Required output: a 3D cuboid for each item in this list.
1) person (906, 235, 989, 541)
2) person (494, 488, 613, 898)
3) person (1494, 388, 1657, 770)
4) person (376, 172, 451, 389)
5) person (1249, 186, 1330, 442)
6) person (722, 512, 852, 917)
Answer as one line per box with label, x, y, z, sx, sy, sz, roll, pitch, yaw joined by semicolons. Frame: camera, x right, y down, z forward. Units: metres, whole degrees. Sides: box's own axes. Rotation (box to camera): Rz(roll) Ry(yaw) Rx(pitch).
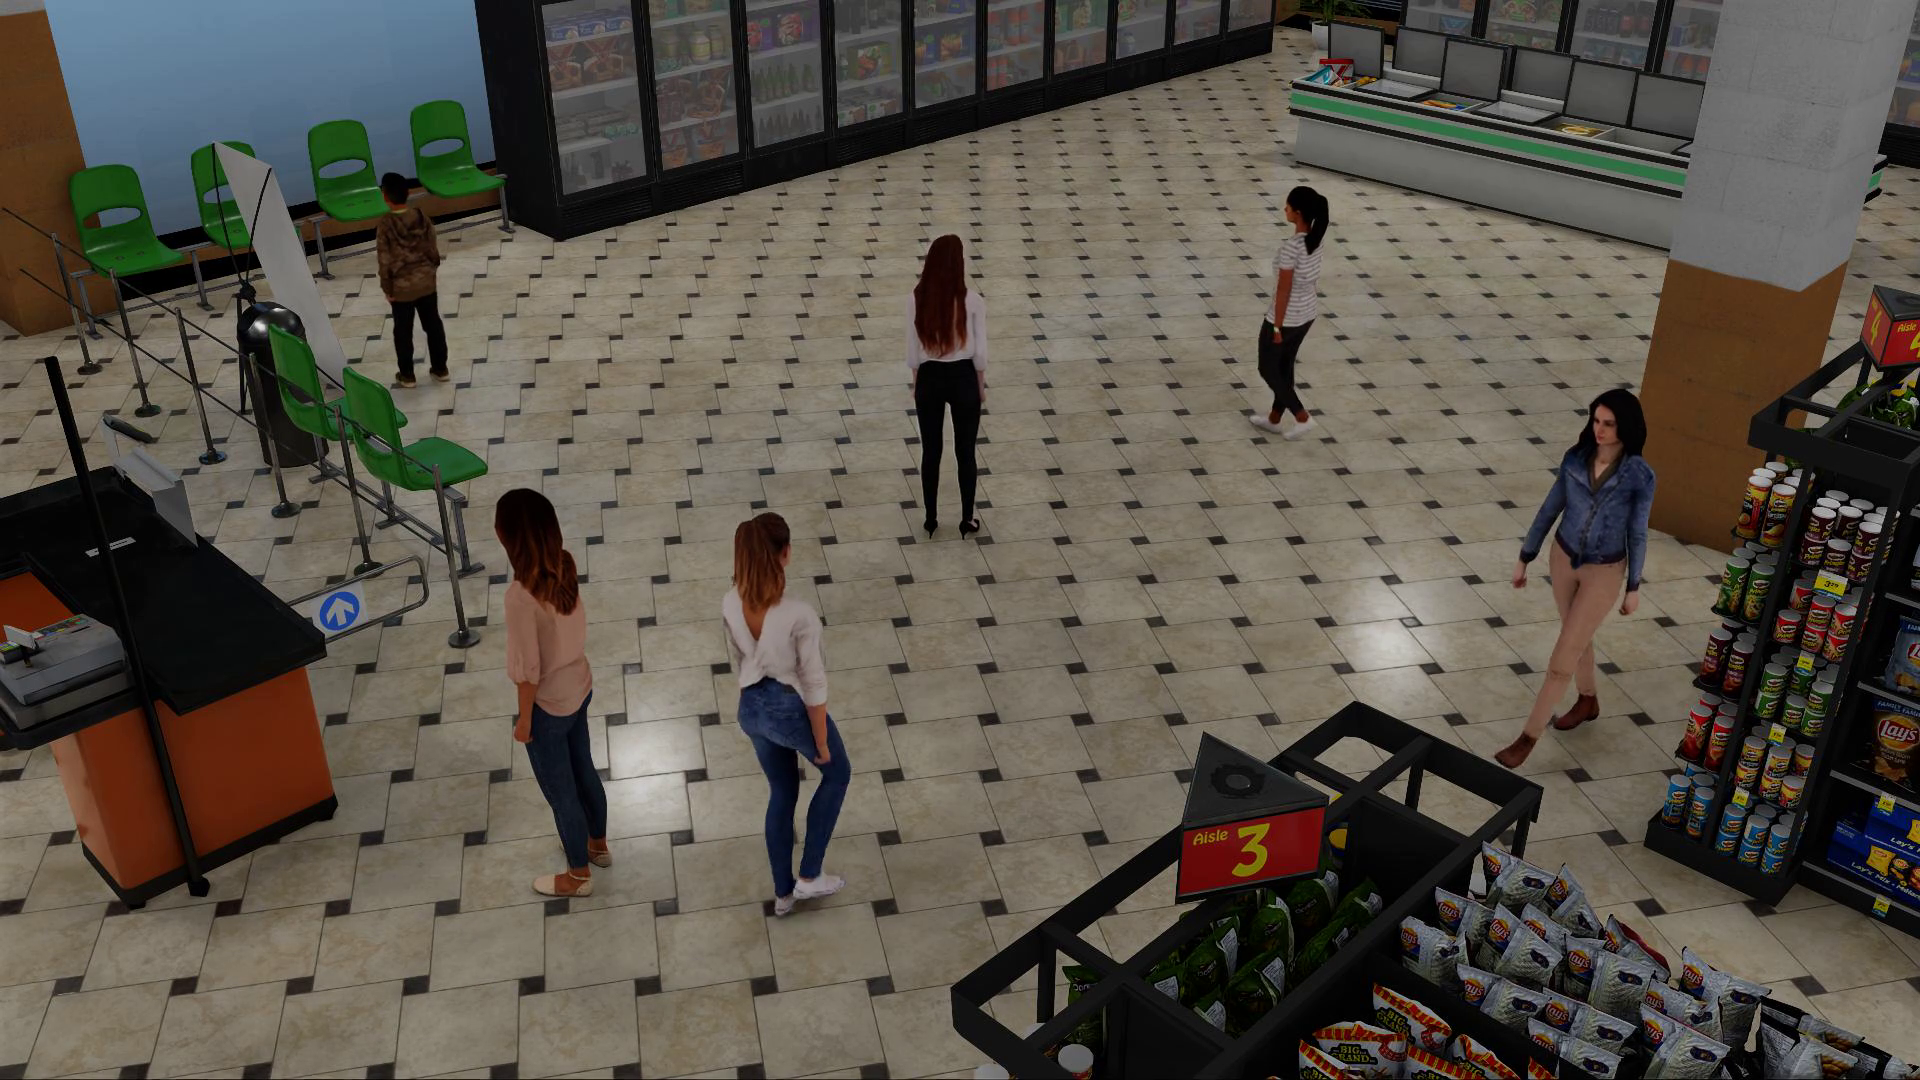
person;-0.068;-0.815;9.097;0.631;1.760;0.719;3;29;6
person;-1.567;0.609;6.456;0.679;1.792;0.669;7;29;13
person;2.820;0.150;7.356;0.828;1.735;1.072;-19;34;-31
person;-3.638;-1.732;11.097;0.607;1.454;0.642;-20;35;-32
person;2.078;-1.352;10.212;0.556;1.636;0.785;-25;38;-38
person;-0.730;0.732;6.318;0.627;1.708;0.761;18;34;30
